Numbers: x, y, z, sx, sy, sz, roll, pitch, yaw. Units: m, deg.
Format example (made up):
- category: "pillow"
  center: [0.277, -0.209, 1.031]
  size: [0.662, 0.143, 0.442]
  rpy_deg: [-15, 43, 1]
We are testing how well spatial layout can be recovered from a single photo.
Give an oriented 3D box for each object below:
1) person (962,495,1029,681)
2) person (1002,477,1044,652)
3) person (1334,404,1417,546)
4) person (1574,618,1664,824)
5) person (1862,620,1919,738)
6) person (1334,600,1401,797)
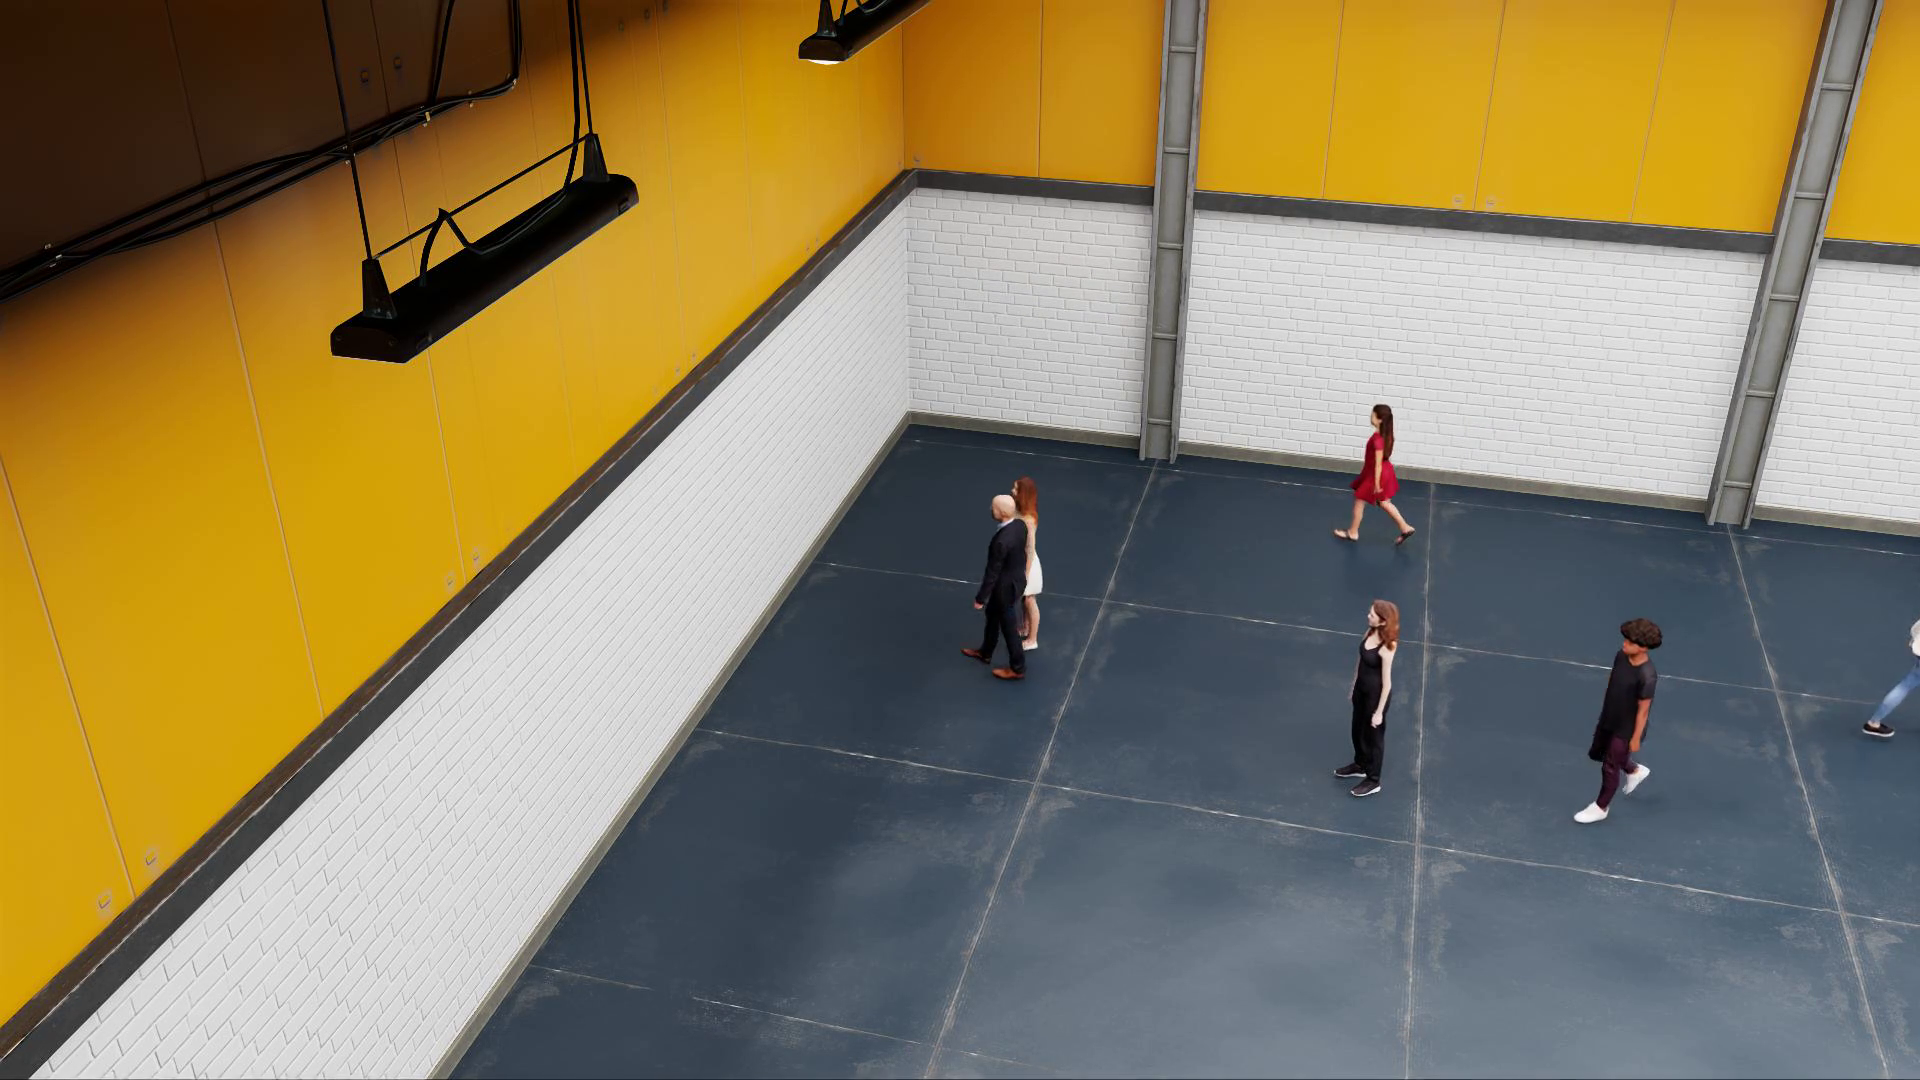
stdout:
- category: "person"
  center: [0.464, 0.436, 14.404]
  size: [0.888, 1.782, 0.732]
  rpy_deg: [9, 30, 16]
- category: "person"
  center: [0.593, 0.200, 14.910]
  size: [0.651, 1.711, 0.636]
  rpy_deg: [-4, 29, -7]
- category: "person"
  center: [4.247, -0.632, 16.628]
  size: [1.064, 1.526, 0.686]
  rpy_deg: [15, 32, 25]
- category: "person"
  center: [5.126, 1.369, 12.710]
  size: [1.020, 1.766, 0.869]
  rpy_deg: [-7, 29, -12]
- category: "person"
  center: [7.857, 0.958, 13.594]
  size: [1.141, 1.641, 0.758]
  rpy_deg: [4, 29, 6]
- category: "person"
  center: [3.250, 1.212, 13.022]
  size: [0.671, 1.743, 0.664]
  rpy_deg: [-7, 29, -12]
